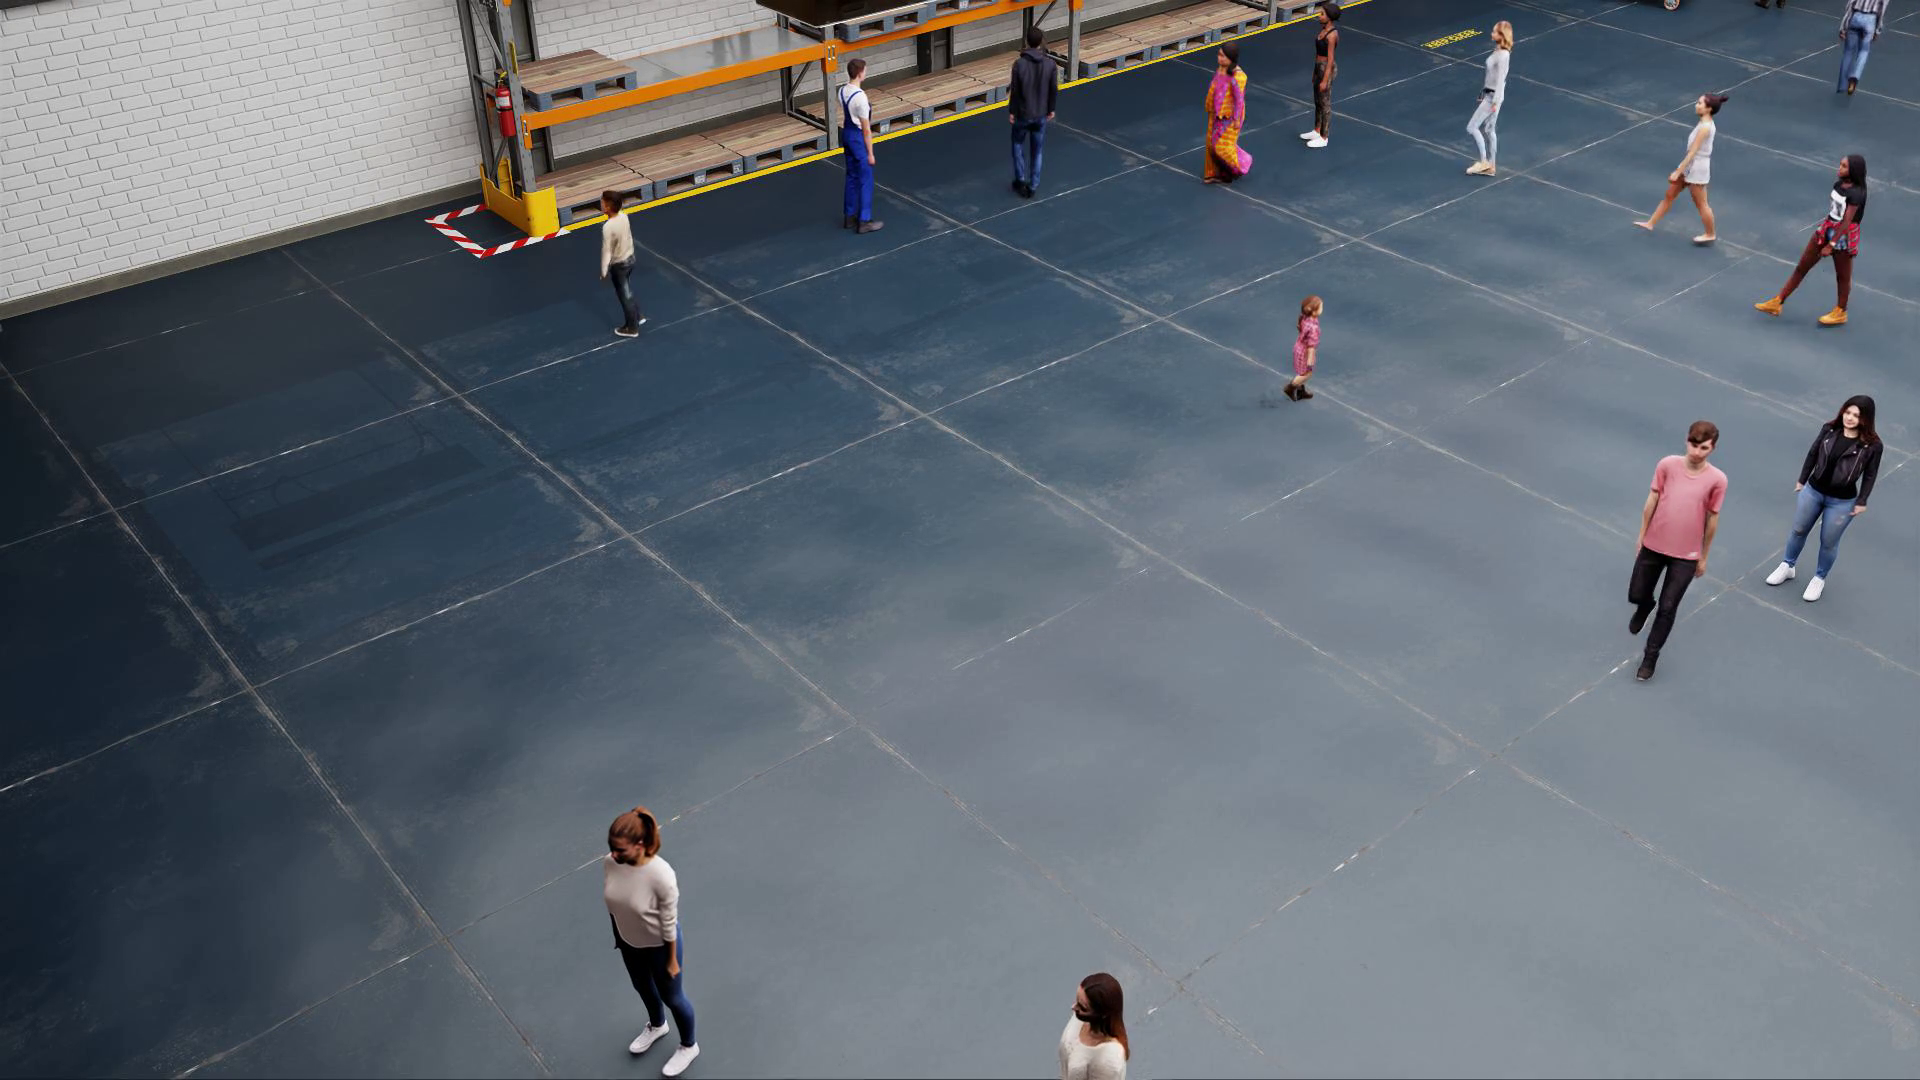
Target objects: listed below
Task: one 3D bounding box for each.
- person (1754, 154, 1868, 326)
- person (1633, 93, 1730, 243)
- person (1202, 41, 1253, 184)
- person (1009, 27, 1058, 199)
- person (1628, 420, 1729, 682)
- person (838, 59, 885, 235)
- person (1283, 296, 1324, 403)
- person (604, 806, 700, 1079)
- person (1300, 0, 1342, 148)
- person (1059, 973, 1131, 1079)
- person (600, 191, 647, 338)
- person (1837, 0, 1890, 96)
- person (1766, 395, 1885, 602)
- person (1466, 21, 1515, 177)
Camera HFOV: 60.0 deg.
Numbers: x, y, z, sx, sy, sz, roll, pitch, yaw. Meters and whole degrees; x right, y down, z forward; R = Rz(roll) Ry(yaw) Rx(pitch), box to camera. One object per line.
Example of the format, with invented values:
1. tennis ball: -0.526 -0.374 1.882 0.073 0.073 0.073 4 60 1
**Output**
1. person: 8.390 -2.807 15.753 1.178 1.686 0.990 -4 34 -7
2. person: 7.793 -3.856 17.447 1.011 1.559 1.094 11 35 15
3. person: 3.068 -4.835 18.823 0.896 1.666 0.790 -11 35 -16
4. person: 0.804 -4.687 18.411 0.764 1.875 0.880 -6 34 -9
5. person: 4.851 0.019 11.270 0.796 1.943 0.955 18 38 25
6. person: -1.108 -4.192 17.693 0.580 1.846 0.636 -22 40 -30
7. person: 3.008 -1.675 14.654 0.611 1.018 0.532 -8 34 -12
8. person: -1.565 2.026 8.450 0.657 1.722 0.625 19 38 26
9. person: 4.355 -5.569 19.898 0.698 1.699 0.660 -2 34 -3
10. person: 0.695 2.592 7.643 1.005 1.672 0.884 -6 34 -9
11. person: -3.119 -2.580 15.620 0.728 1.456 0.630 11 35 16
12. person: 11.488 -6.498 21.221 0.833 1.780 0.959 14 36 20
13. person: 6.313 -0.325 12.067 0.539 1.634 0.640 -26 41 -33
14. person: 6.169 -5.013 18.985 0.794 1.783 0.722 10 35 15
